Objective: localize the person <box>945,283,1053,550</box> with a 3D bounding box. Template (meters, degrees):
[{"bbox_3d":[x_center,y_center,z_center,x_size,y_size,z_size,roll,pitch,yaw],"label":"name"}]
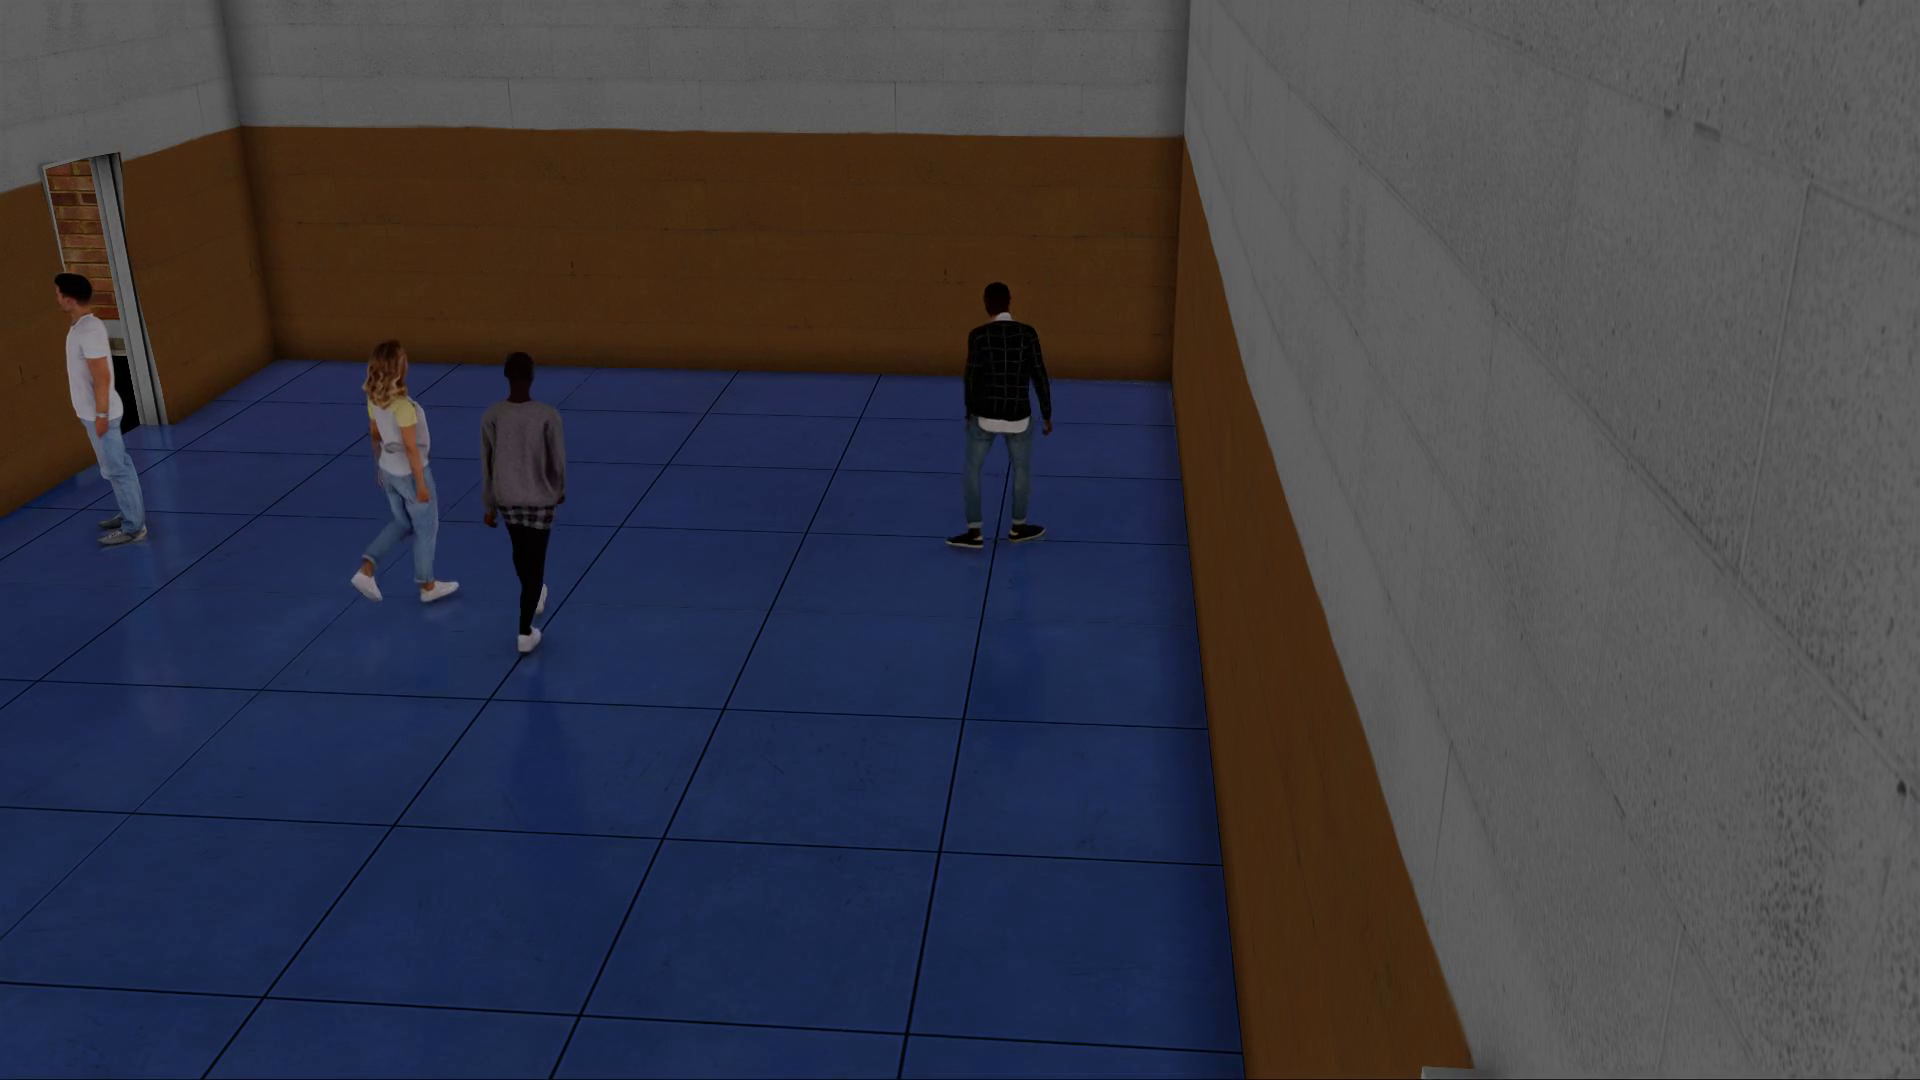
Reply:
[{"bbox_3d":[0.320,-0.822,11.169,0.685,1.803,1.001,5,22,12],"label":"person"}]

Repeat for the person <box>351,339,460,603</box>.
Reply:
[{"bbox_3d":[-3.453,-0.357,10.118,0.976,1.708,0.992,19,29,39],"label":"person"}]

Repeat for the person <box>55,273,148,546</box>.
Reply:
[{"bbox_3d":[-5.818,-0.893,11.268,0.733,1.861,0.751,-10,24,-23],"label":"person"}]

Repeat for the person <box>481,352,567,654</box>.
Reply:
[{"bbox_3d":[-2.542,-0.182,9.657,0.938,1.742,0.700,0,22,1],"label":"person"}]
